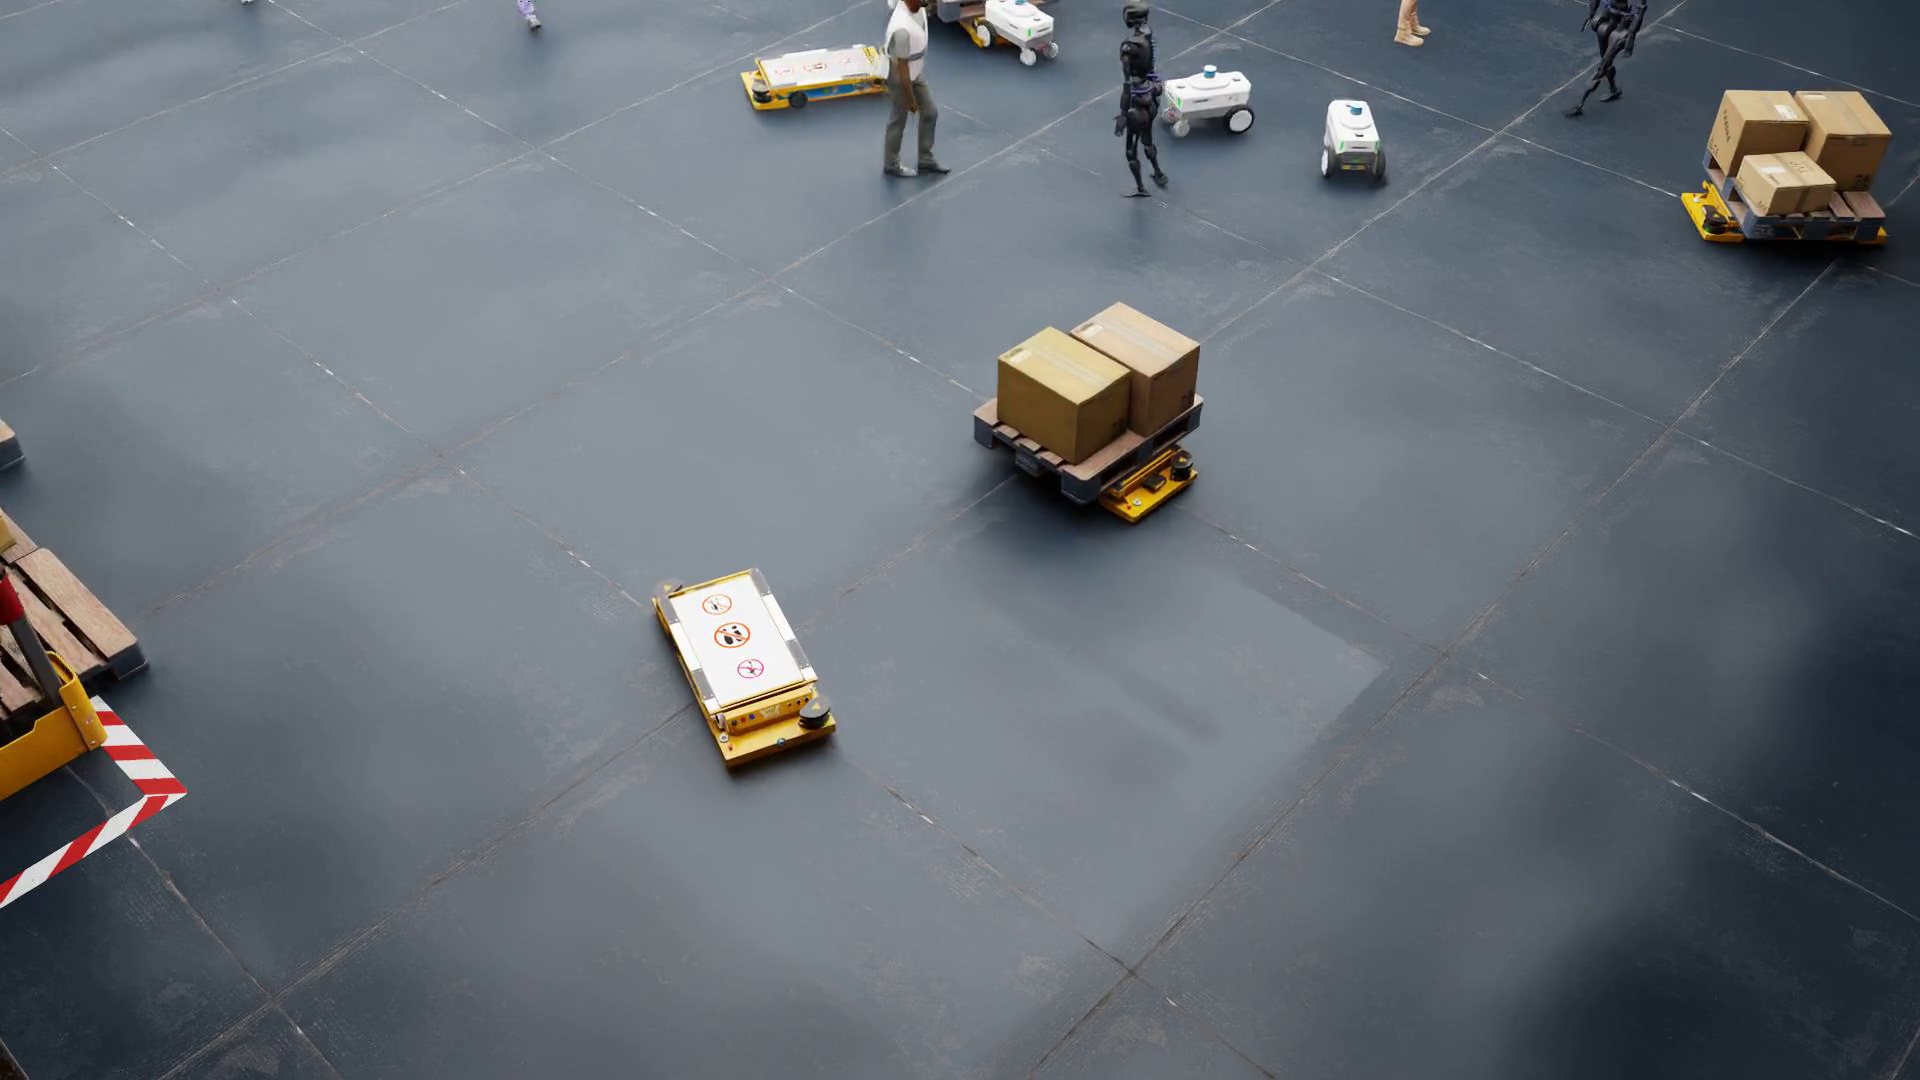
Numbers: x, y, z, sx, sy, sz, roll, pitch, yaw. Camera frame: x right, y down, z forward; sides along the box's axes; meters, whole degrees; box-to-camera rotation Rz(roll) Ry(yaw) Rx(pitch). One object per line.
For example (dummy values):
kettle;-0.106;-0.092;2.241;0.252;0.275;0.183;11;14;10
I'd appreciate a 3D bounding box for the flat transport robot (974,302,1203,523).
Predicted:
flat transport robot;0.848;-0.650;11.249;0.659;0.231;1.431;-34;52;-32

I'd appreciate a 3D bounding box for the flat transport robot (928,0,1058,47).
flat transport robot;0.218;-5.282;16.397;0.659;0.231;1.431;-16;44;-17

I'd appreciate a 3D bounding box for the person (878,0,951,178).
person;-0.351;-3.752;13.543;0.703;1.808;0.608;11;43;12

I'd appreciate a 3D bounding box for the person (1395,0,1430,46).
person;4.362;-5.501;15.541;0.316;1.743;0.461;17;45;18

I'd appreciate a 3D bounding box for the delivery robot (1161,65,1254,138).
delivery robot;2.193;-3.870;14.625;0.805;0.609;0.499;-10;43;-11

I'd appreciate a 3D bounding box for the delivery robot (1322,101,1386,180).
delivery robot;3.326;-3.405;14.110;0.499;0.612;0.814;1;42;1

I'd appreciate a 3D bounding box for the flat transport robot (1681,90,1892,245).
flat transport robot;6.672;-2.650;13.471;1.431;0.231;0.659;1;42;1

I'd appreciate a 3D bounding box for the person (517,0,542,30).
person;-4.211;-5.797;15.832;0.566;1.793;0.961;-23;47;-23

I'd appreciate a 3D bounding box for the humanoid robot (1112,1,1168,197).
humanoid robot;1.446;-3.541;13.422;0.393;1.638;0.618;20;46;20

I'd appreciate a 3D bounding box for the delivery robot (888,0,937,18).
delivery robot;-0.416;-5.394;16.292;0.511;0.573;0.735;-26;48;-26

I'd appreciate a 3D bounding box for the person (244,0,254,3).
person;-7.096;-6.185;16.393;0.538;1.609;0.731;13;43;14

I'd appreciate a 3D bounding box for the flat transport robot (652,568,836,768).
flat transport robot;-1.292;0.688;9.762;0.659;0.231;1.431;-17;45;-18

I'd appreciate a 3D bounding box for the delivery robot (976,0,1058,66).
delivery robot;0.548;-4.873;15.715;0.499;0.576;0.749;-27;49;-27

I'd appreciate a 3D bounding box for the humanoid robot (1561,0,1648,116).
humanoid robot;5.706;-4.531;14.545;0.789;1.619;0.609;-19;45;-20

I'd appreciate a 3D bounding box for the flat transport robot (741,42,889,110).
flat transport robot;-1.244;-4.252;15.252;1.431;0.231;0.659;-11;43;-12
